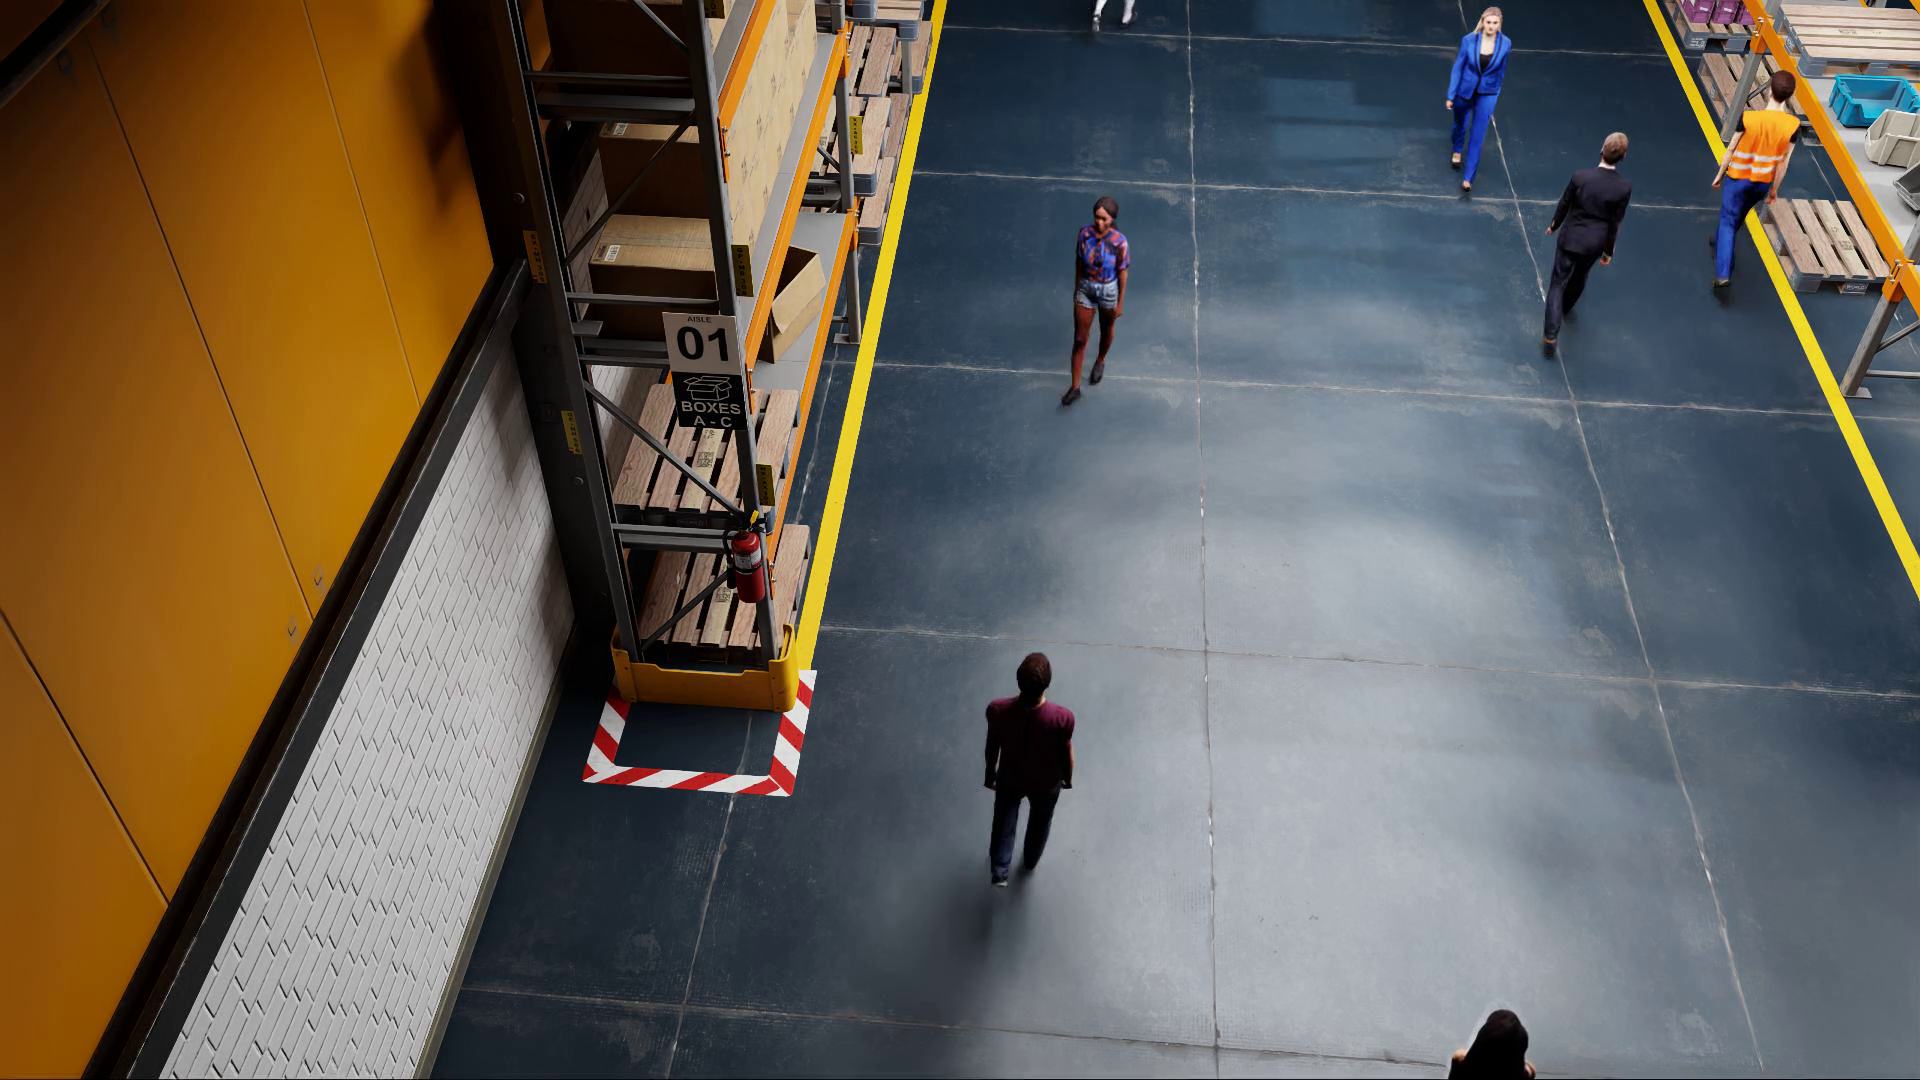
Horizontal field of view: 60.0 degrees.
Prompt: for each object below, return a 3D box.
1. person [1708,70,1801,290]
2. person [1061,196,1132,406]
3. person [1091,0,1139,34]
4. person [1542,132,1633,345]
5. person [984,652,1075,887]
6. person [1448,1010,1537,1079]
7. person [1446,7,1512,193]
[{"bbox_3d":[6.635,-2.977,13.986,0.727,1.852,1.207,6,44,6],"label":"person"},{"bbox_3d":[1.117,-1.957,13.012,0.757,1.719,1.012,14,45,14],"label":"person"},{"bbox_3d":[1.658,-6.137,17.327,0.970,1.819,1.152,24,49,23],"label":"person"},{"bbox_3d":[5.011,-2.396,13.426,0.808,1.784,1.203,10,44,10],"label":"person"},{"bbox_3d":[0.382,1.366,9.437,0.727,1.840,0.897,9,44,10],"label":"person"},{"bbox_3d":[2.491,2.789,8.079,0.545,1.654,0.619,6,44,6],"label":"person"},{"bbox_3d":[4.739,-4.136,15.341,0.757,1.662,1.137,10,45,10],"label":"person"}]
